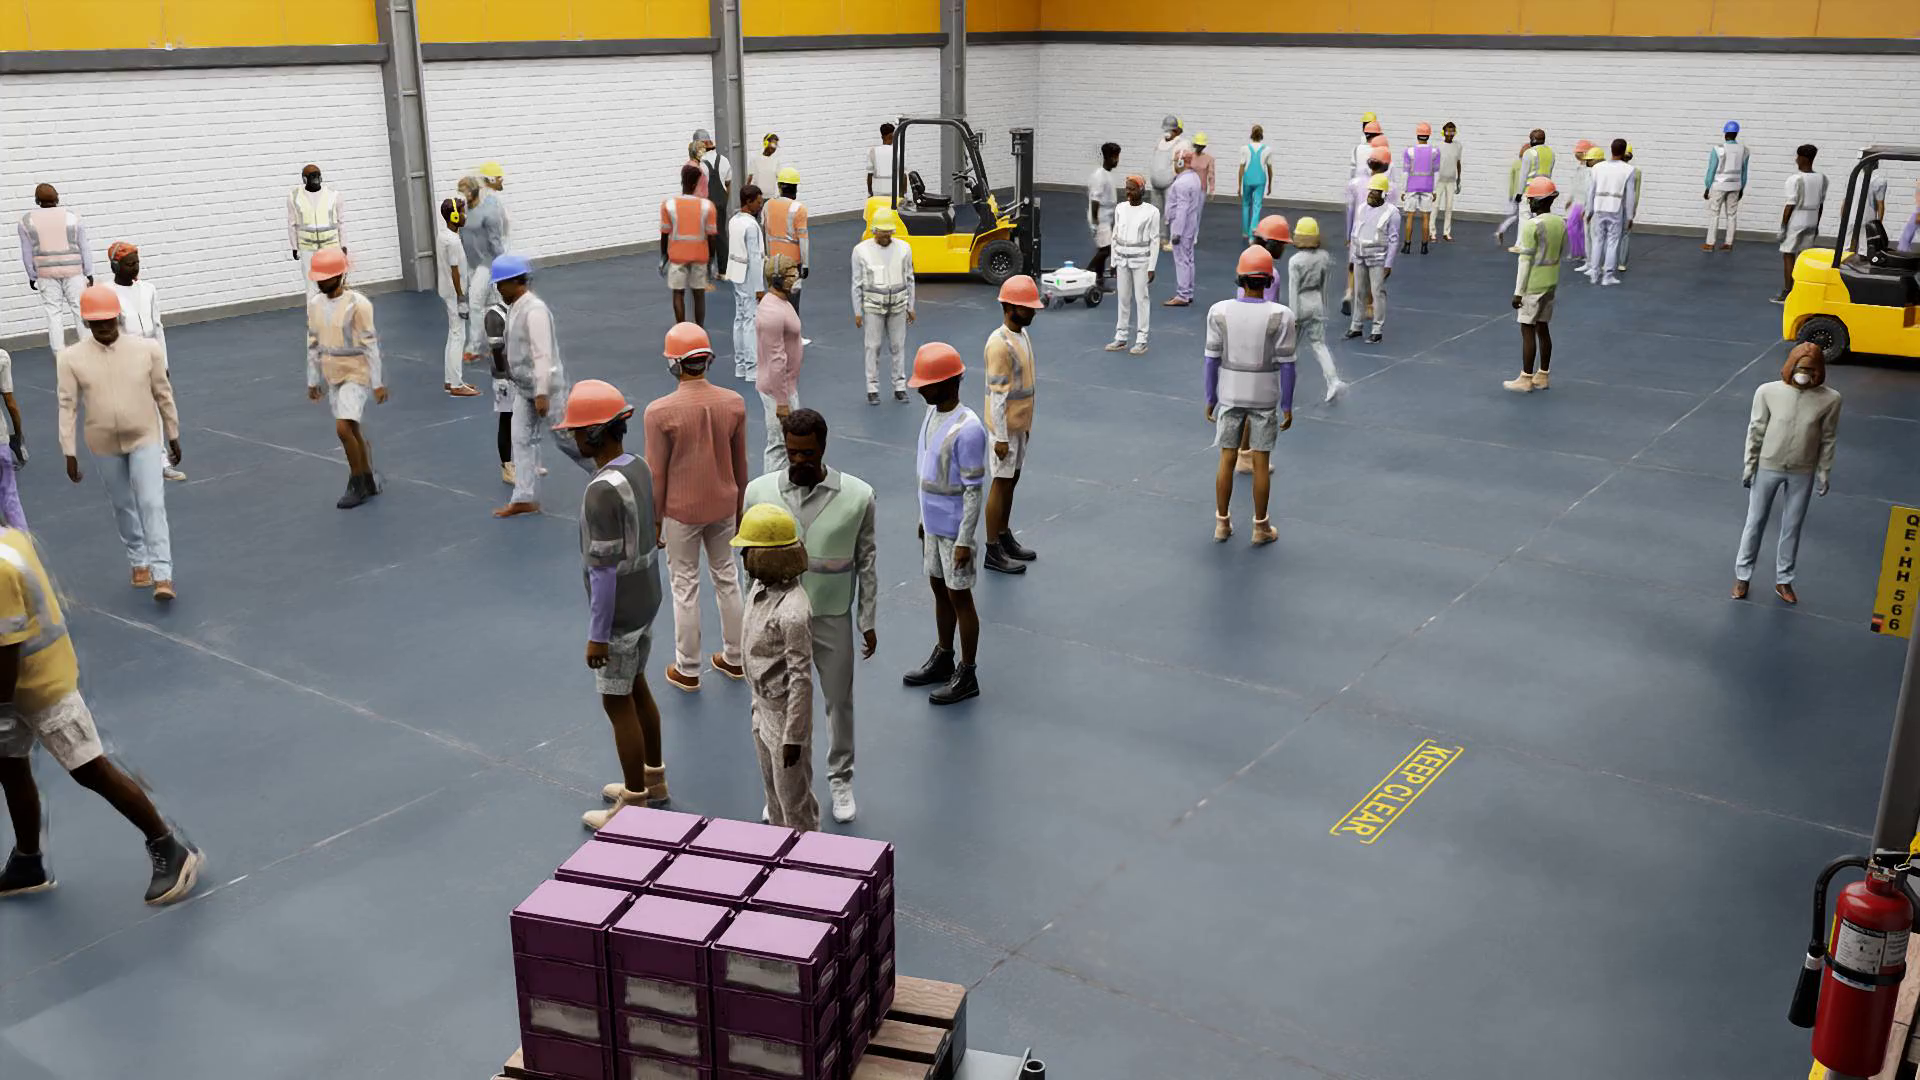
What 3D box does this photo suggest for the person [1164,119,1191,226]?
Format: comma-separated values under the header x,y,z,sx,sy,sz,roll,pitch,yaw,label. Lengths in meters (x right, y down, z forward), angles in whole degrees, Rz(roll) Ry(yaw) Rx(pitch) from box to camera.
x,y,z,sx,sy,sz,roll,pitch,yaw,label
3.637,-6.200,28.095,0.531,1.767,0.328,3,18,8,person

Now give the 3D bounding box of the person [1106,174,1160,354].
x,y,z,sx,sy,sz,roll,pitch,yaw,label
1.836,-2.923,17.654,0.573,1.883,0.355,14,23,38,person

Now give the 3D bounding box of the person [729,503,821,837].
x,y,z,sx,sy,sz,roll,pitch,yaw,label
-0.730,0.695,6.563,0.295,1.743,0.493,-8,19,-22,person

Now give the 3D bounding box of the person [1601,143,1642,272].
x,y,z,sx,sy,sz,roll,pitch,yaw,label
9.172,-4.623,23.161,0.533,1.768,0.310,0,18,-1,person

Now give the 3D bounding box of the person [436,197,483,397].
x,y,z,sx,sy,sz,roll,pitch,yaw,label
-4.763,-2.290,15.725,0.341,1.860,0.511,-8,19,-23,person

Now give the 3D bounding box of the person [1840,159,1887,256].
x,y,z,sx,sy,sz,roll,pitch,yaw,label
11.348,-3.960,20.958,0.508,1.847,0.345,16,24,40,person

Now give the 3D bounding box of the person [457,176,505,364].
x,y,z,sx,sy,sz,roll,pitch,yaw,label
-5.045,-2.771,17.143,0.654,1.901,0.896,16,24,40,person

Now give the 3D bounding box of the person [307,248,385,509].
x,y,z,sx,sy,sz,roll,pitch,yaw,label
-4.539,-1.169,12.122,0.582,1.907,0.658,8,19,24,person

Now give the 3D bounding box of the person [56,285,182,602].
x,y,z,sx,sy,sz,roll,pitch,yaw,label
-5.129,-0.566,10.161,0.661,1.946,0.982,-8,19,-23,person

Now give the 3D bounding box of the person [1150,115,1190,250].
x,y,z,sx,sy,sz,roll,pitch,yaw,label
3.140,-5.434,25.254,0.539,2.000,0.691,-12,21,-33,person

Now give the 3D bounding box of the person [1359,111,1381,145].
x,y,z,sx,sy,sz,roll,pitch,yaw,label
6.740,-6.114,27.564,0.382,1.924,0.594,14,22,37,person

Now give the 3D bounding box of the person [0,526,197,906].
x,y,z,sx,sy,sz,roll,pitch,yaw,label
-3.647,0.567,6.703,0.856,1.924,0.636,-11,21,-30,person

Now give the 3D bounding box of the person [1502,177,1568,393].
x,y,z,sx,sy,sz,roll,pitch,yaw,label
5.485,-2.428,15.877,0.601,2.035,0.418,-14,23,-38,person

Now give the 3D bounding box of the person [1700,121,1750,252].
x,y,z,sx,sy,sz,roll,pitch,yaw,label
11.523,-5.319,25.064,0.622,1.938,0.424,-1,18,-5,person

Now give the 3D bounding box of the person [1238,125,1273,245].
x,y,z,sx,sy,sz,roll,pitch,yaw,label
4.620,-5.570,26.062,0.524,1.796,0.948,3,18,9,person

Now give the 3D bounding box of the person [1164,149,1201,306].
x,y,z,sx,sy,sz,roll,pitch,yaw,label
2.721,-3.843,20.495,0.403,1.906,0.652,7,19,20,person

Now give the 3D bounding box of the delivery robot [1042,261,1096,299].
x,y,z,sx,sy,sz,roll,pitch,yaw,label
1.335,-3.173,20.417,0.707,0.478,0.477,-14,22,-39,delivery robot

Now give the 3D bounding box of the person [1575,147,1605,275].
x,y,z,sx,sy,sz,roll,pitch,yaw,label
8.733,-4.541,22.972,0.383,1.732,0.496,0,18,-1,person

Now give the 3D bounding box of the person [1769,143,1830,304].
x,y,z,sx,sy,sz,roll,pitch,yaw,label
10.405,-3.912,20.618,0.613,1.962,0.368,-6,19,-18,person

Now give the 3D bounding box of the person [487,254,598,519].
x,y,z,sx,sy,sz,roll,pitch,yaw,label
-2.989,-1.129,12.047,0.925,1.894,0.667,-12,21,-34,person

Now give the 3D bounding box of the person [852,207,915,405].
x,y,z,sx,sy,sz,roll,pitch,yaw,label
-0.699,-2.158,15.368,0.601,1.821,0.403,-6,19,-18,person

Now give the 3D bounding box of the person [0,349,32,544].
x,y,z,sx,sy,sz,roll,pitch,yaw,label
-6.108,-0.581,10.366,0.509,1.863,0.331,-12,21,-34,person

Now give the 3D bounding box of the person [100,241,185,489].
x,y,z,sx,sy,sz,roll,pitch,yaw,label
-6.282,-1.328,12.675,0.361,1.878,0.581,8,19,23,person

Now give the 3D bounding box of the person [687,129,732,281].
x,y,z,sx,sy,sz,roll,pitch,yaw,label
-3.410,-4.469,22.234,0.676,2.000,0.536,-15,23,-40,person

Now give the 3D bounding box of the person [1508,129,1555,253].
x,y,z,sx,sy,sz,roll,pitch,yaw,label
8.595,-5.232,24.970,0.630,1.831,0.429,-11,21,-30,person

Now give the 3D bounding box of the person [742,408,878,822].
x,y,z,sx,sy,sz,roll,pitch,yaw,label
-0.662,0.334,7.412,0.597,1.915,0.371,1,18,2,person

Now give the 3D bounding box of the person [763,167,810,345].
x,y,z,sx,sy,sz,roll,pitch,yaw,label
-1.861,-3.065,18.050,0.581,1.919,0.393,12,21,32,person

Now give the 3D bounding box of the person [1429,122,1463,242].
x,y,z,sx,sy,sz,roll,pitch,yaw,label
7.627,-5.622,26.139,0.511,1.861,0.323,-1,18,-5,person

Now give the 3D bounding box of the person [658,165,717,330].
x,y,z,sx,sy,sz,roll,pitch,yaw,label
-2.943,-3.068,17.995,0.627,1.967,0.379,-4,18,-12,person

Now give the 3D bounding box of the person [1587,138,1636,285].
x,y,z,sx,sy,sz,roll,pitch,yaw,label
8.622,-4.346,22.060,0.602,1.916,0.390,16,24,41,person

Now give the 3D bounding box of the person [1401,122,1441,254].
x,y,z,sx,sy,sz,roll,pitch,yaw,label
6.856,-5.244,24.818,0.545,1.942,0.353,3,18,8,person

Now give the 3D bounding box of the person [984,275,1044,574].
x,y,z,sx,sy,sz,roll,pitch,yaw,label
0.355,-0.753,10.783,0.376,1.932,0.551,6,19,17,person

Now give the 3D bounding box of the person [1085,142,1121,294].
x,y,z,sx,sy,sz,roll,pitch,yaw,label
1.829,-4.087,21.186,0.466,1.942,0.633,6,19,18,person

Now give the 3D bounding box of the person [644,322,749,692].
x,y,z,sx,sy,sz,roll,pitch,yaw,label
-1.405,-0.174,8.901,0.608,1.987,0.403,-15,23,-38,person

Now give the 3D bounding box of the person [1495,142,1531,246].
x,y,z,sx,sy,sz,roll,pitch,yaw,label
8.490,-5.206,25.232,0.536,1.619,0.508,-9,20,-25,person

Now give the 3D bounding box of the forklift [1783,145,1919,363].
x,y,z,sx,sy,sz,roll,pitch,yaw,label
9.803,-2.879,17.013,2.313,2.155,1.214,12,21,33,forklift

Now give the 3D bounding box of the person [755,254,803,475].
x,y,z,sx,sy,sz,roll,pitch,yaw,label
-1.241,-1.032,11.650,0.373,1.940,0.629,-1,18,-4,person

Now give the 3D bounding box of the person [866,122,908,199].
x,y,z,sx,sy,sz,roll,pitch,yaw,label
-1.061,-5.099,24.328,0.614,1.962,0.362,3,18,8,person

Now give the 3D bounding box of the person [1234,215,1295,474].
x,y,z,sx,sy,sz,roll,pitch,yaw,label
2.367,-1.526,13.059,0.454,2.020,0.621,-3,18,-8,person

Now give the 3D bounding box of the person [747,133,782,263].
x,y,z,sx,sy,sz,roll,pitch,yaw,label
-2.811,-4.894,23.888,0.578,1.846,0.441,-9,20,-27,person

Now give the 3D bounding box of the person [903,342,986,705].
x,y,z,sx,sy,sz,roll,pitch,yaw,label
-0.087,-0.086,8.709,0.374,1.928,0.542,-9,20,-25,person

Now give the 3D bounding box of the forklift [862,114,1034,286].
x,y,z,sx,sy,sz,roll,pitch,yaw,label
-0.171,-4.594,22.377,2.313,2.155,1.214,1,18,3,forklift

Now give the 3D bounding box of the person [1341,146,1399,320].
x,y,z,sx,sy,sz,roll,pitch,yaw,label
4.781,-3.564,19.419,0.640,2.031,0.563,14,22,36,person

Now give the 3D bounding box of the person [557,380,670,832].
x,y,z,sx,sy,sz,roll,pitch,yaw,label
-1.528,0.295,7.360,0.409,2.029,0.612,1,18,4,person

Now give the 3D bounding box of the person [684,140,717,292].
x,y,z,sx,sy,sz,roll,pitch,yaw,label
-3.404,-4.187,21.527,0.373,1.936,0.627,-5,18,-14,person

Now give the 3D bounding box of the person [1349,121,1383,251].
x,y,z,sx,sy,sz,roll,pitch,yaw,label
6.121,-5.301,25.009,0.376,1.934,0.547,-15,23,-40,person

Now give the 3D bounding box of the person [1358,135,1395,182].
x,y,z,sx,sy,sz,roll,pitch,yaw,label
5.632,-4.494,22.497,0.567,1.921,0.407,-4,18,-12,person

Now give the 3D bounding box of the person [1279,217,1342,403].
x,y,z,sx,sy,sz,roll,pitch,yaw,label
3.258,-2.140,15.480,0.485,1.714,0.790,-9,20,-25,person

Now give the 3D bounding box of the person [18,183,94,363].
x,y,z,sx,sy,sz,roll,pitch,yaw,label
-9.287,-2.747,17.168,0.632,1.846,0.429,-8,20,-24,person

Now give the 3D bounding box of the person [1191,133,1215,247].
x,y,z,sx,sy,sz,roll,pitch,yaw,label
3.646,-5.387,25.621,0.534,1.716,0.900,0,18,0,person

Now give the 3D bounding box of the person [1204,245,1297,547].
x,y,z,sx,sy,sz,roll,pitch,yaw,label
1.960,-0.967,11.268,0.615,2.047,0.356,7,19,22,person

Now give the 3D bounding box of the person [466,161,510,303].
x,y,z,sx,sy,sz,roll,pitch,yaw,label
-5.635,-3.610,19.923,0.526,1.813,0.609,-7,19,-21,person

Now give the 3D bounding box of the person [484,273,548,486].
x,y,z,sx,sy,sz,roll,pitch,yaw,label
-3.423,-1.274,12.805,0.320,1.692,0.531,5,18,14,person

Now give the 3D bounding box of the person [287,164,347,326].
x,y,z,sx,sy,sz,roll,pitch,yaw,label
-7.401,-3.397,19.203,0.634,1.843,0.429,-6,19,-18,person

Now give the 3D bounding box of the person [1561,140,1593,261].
x,y,z,sx,sy,sz,roll,pitch,yaw,label
8.955,-4.914,24.119,0.550,1.731,0.568,3,18,8,person

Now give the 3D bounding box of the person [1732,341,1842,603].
x,y,z,sx,sy,sz,roll,pitch,yaw,label
5.072,-0.415,10.212,0.498,1.633,0.280,6,19,18,person

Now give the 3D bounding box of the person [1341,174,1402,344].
x,y,z,sx,sy,sz,roll,pitch,yaw,label
4.497,-3.075,18.204,0.404,1.837,0.590,-14,23,-38,person

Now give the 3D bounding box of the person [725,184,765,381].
x,y,z,sx,sy,sz,roll,pitch,yaw,label
-2.091,-2.526,16.366,0.393,1.913,0.587,-9,20,-25,person
